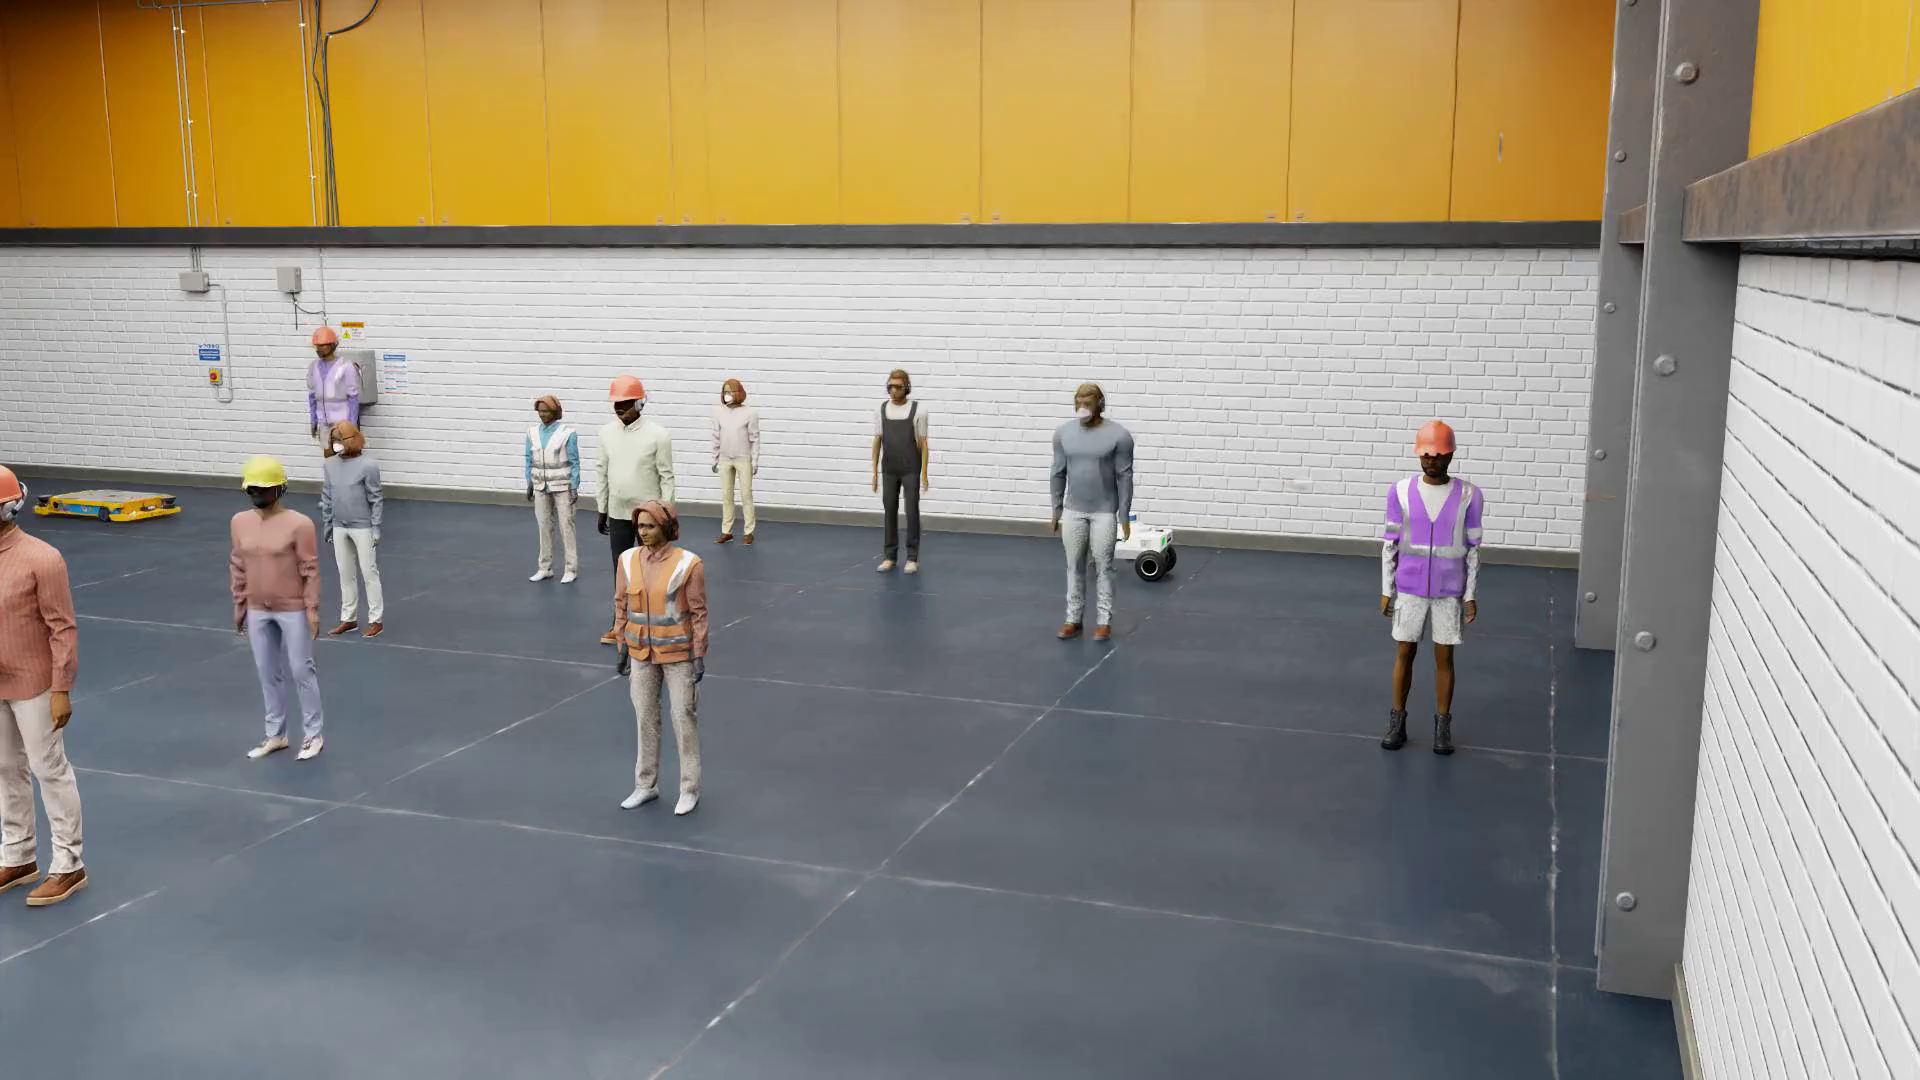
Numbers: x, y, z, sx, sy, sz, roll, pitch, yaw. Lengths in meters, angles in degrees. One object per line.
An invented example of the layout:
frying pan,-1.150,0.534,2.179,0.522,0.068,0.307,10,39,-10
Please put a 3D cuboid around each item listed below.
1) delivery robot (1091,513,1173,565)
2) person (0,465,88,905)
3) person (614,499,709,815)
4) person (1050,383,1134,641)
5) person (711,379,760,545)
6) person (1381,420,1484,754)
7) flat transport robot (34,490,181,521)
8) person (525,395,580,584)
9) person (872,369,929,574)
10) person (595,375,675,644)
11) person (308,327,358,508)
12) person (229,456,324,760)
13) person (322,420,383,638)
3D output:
delivery robot,1.505,0.006,14.705,0.707,0.478,0.477,3,11,19
person,-4.207,0.635,7.377,0.622,1.990,0.402,3,11,19
person,-1.537,0.601,8.569,0.522,1.638,0.310,3,11,19
person,0.965,-0.197,12.291,0.636,1.928,0.423,4,11,22
person,-2.196,-0.762,16.255,0.507,1.631,0.266,3,11,19
person,2.701,0.275,9.565,0.551,1.934,0.373,3,11,19
flat transport robot,-9.215,-0.385,17.969,1.431,0.197,0.652,4,11,23
person,-3.529,-0.438,14.421,0.522,1.636,0.310,3,11,19
person,-0.533,-0.604,14.824,0.550,1.829,0.407,2,10,14
person,-2.383,-0.209,12.125,0.622,1.992,0.396,3,11,19
person,-6.948,-1.334,18.407,0.625,2.026,0.479,3,11,18
person,-3.870,0.394,9.428,0.548,1.757,0.404,2,10,10
person,-4.541,-0.082,12.429,0.507,1.630,0.268,3,11,19
